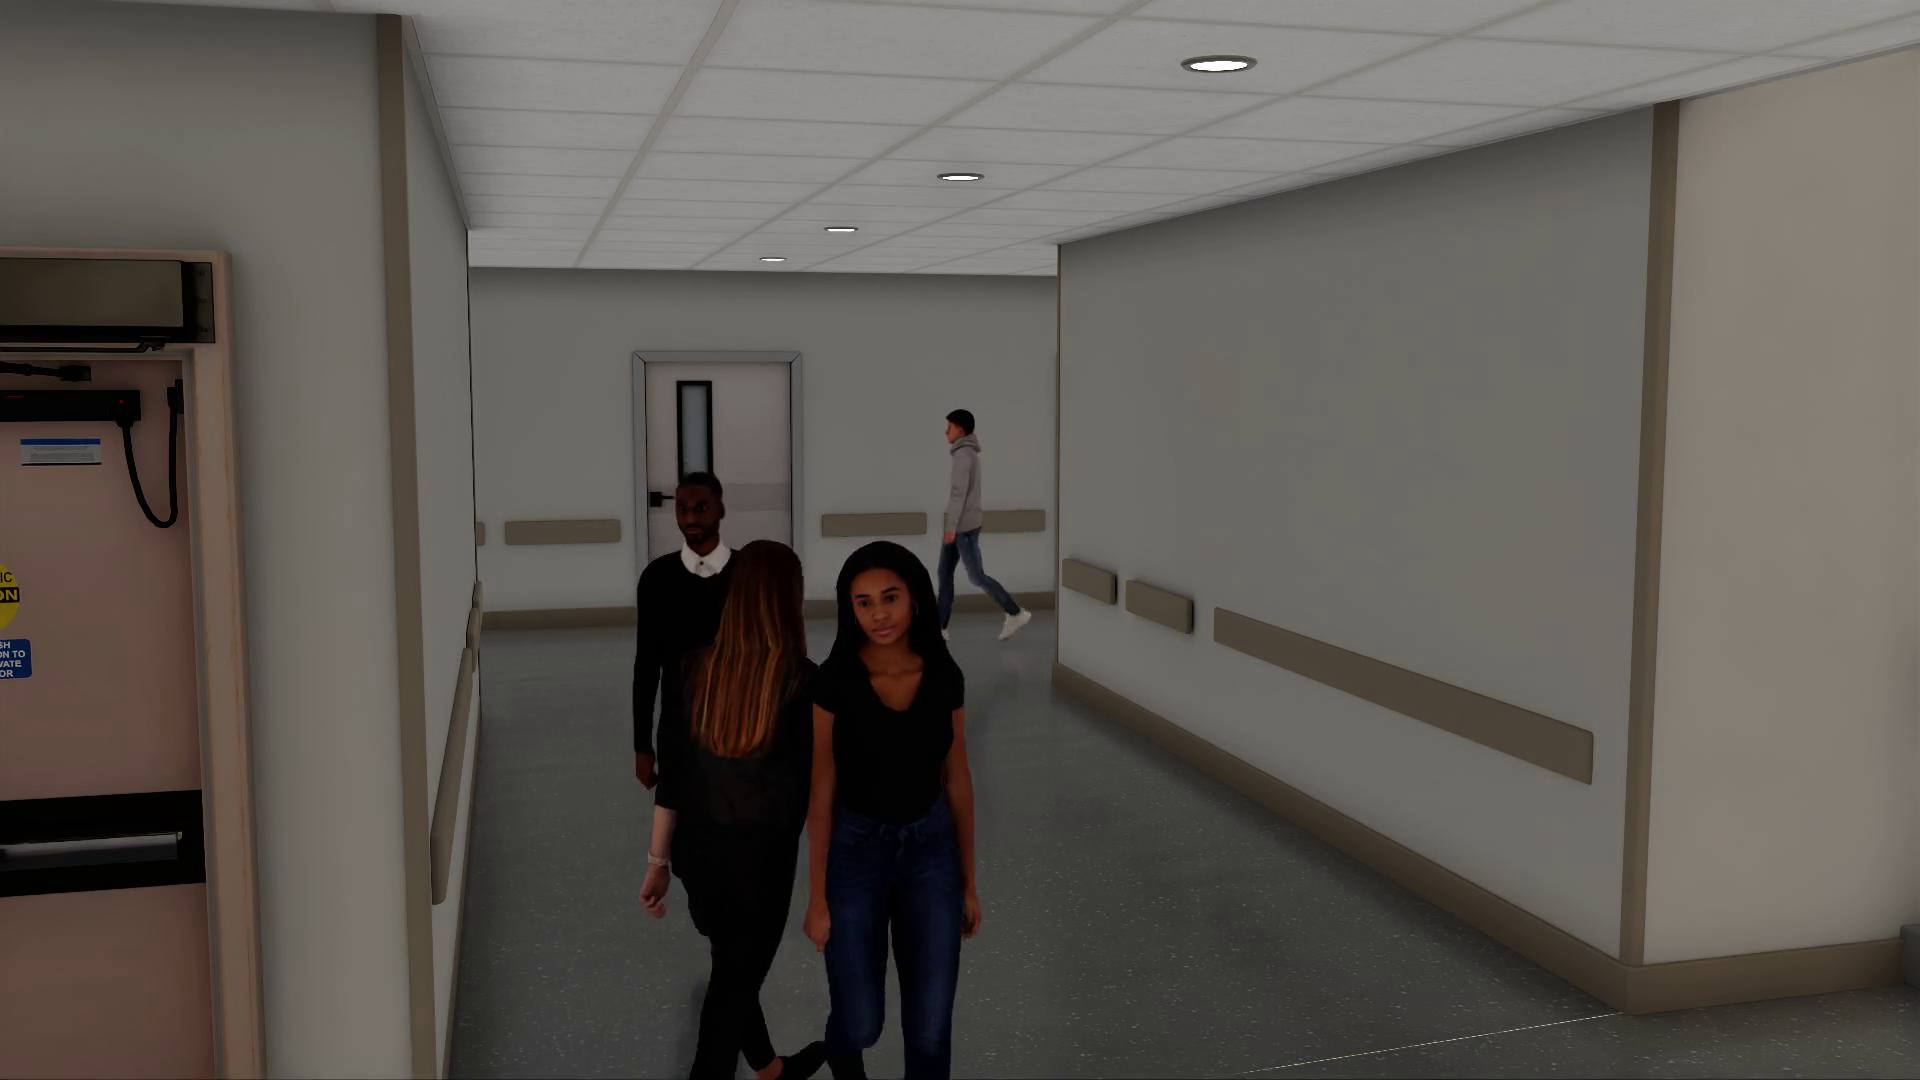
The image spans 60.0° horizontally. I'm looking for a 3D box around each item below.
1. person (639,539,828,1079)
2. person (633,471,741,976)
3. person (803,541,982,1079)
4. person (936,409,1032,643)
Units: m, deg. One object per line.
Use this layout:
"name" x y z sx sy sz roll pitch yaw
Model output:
"person" -0.618 0.873 4.215 1.125 1.675 1.128 2 6 19
"person" -0.879 0.663 5.762 0.958 1.783 0.762 -1 6 -12
"person" -0.222 0.854 4.150 0.911 1.726 0.721 -3 6 -24
"person" 0.127 -0.083 12.964 1.224 1.827 0.788 -1 6 -6
